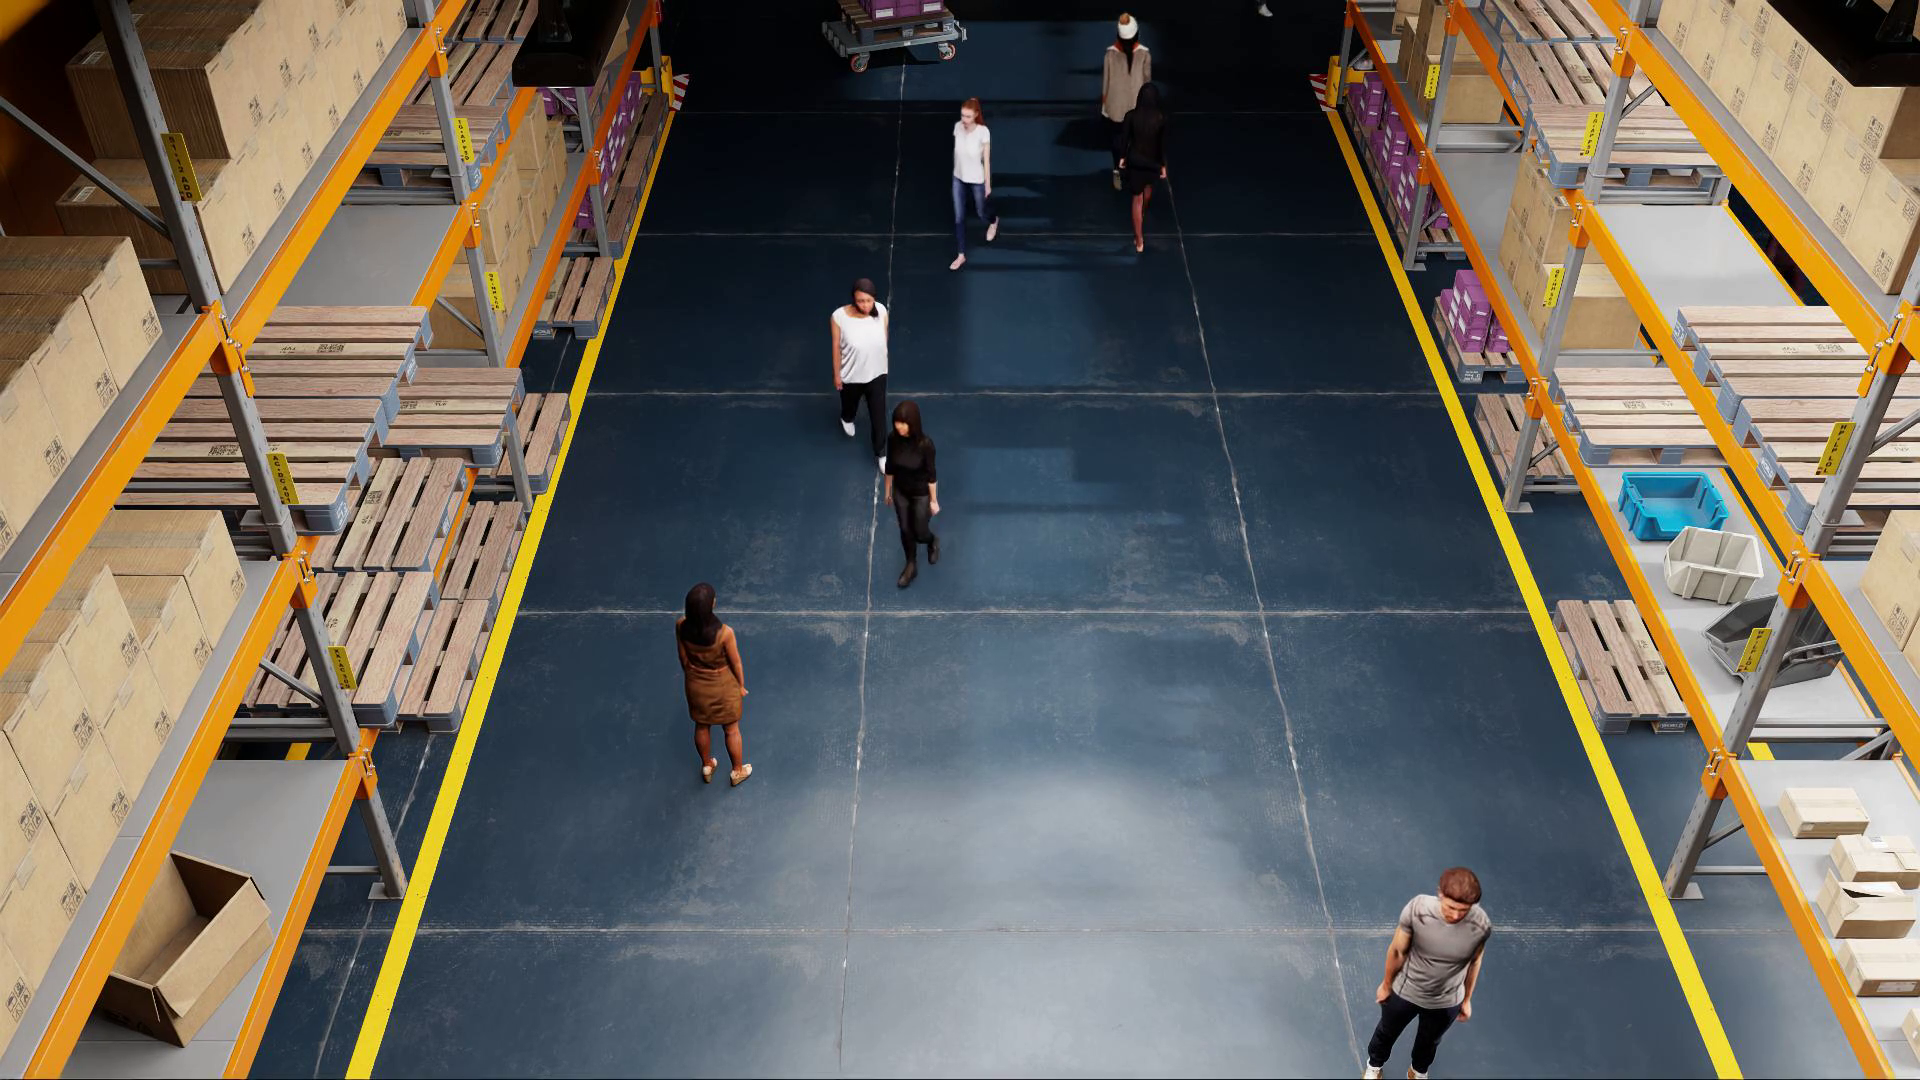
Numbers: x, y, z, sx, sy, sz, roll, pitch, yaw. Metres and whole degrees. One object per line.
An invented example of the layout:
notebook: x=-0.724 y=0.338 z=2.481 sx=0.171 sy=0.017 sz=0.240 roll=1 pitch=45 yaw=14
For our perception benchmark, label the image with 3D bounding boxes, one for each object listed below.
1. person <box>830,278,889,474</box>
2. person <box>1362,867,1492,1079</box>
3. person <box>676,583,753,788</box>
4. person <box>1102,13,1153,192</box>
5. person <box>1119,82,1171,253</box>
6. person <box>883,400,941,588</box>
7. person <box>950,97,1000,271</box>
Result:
person: x=-0.833 y=-1.448 z=13.844 sx=0.884 sy=1.654 sz=1.176 roll=-11 pitch=40 yaw=-14
person: x=2.486 y=2.375 z=8.868 sx=0.692 sy=1.888 sz=0.620 roll=7 pitch=39 yaw=8
person: x=-1.609 y=0.949 z=10.813 sx=0.613 sy=1.690 sz=0.579 roll=9 pitch=39 yaw=11
person: x=1.742 y=-4.633 z=17.657 sx=0.919 sy=1.872 sz=1.142 roll=13 pitch=41 yaw=16
person: x=1.838 y=-3.703 z=16.651 sx=0.623 sy=1.675 sz=1.112 roll=0 pitch=39 yaw=0
person: x=-0.319 y=-0.389 z=12.539 sx=0.739 sy=1.628 sz=0.821 roll=16 pitch=41 yaw=19
person: x=0.160 y=-3.575 z=16.463 sx=0.903 sy=1.708 sz=1.159 roll=17 pitch=42 yaw=20
